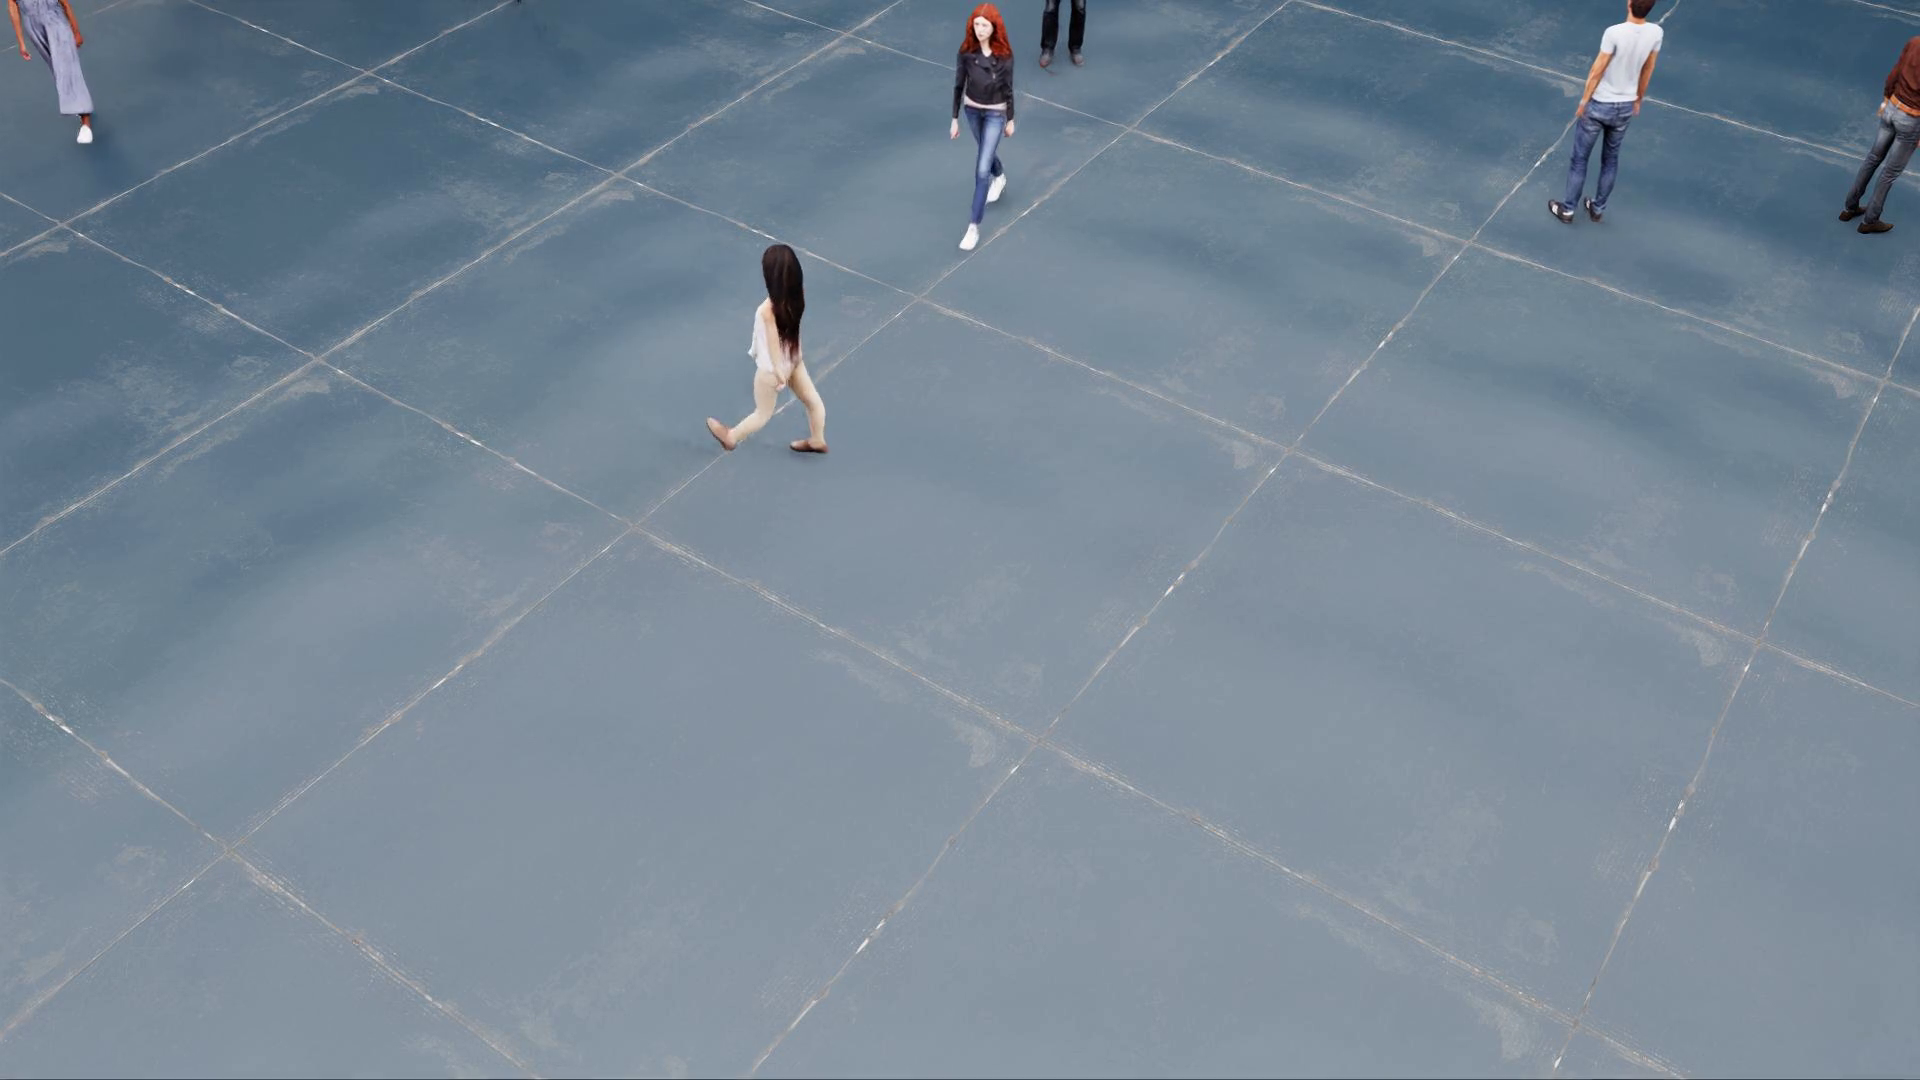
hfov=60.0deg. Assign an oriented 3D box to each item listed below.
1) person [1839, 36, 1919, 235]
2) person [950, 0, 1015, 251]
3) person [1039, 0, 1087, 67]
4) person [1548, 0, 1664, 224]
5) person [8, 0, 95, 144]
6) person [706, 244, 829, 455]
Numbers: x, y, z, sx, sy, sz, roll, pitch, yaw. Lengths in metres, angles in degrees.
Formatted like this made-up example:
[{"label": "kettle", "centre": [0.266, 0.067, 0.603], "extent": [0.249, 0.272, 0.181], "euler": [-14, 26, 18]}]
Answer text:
[{"label": "person", "centre": [6.948, -3.102, 12.235], "extent": [0.779, 1.780, 0.673], "euler": [-13, 45, -14]}, {"label": "person", "centre": [0.210, -3.137, 12.306], "extent": [1.242, 1.735, 0.878], "euler": [14, 45, 15]}, {"label": "person", "centre": [0.921, -4.952, 14.191], "extent": [0.724, 1.815, 0.844], "euler": [2, 43, 2]}, {"label": "person", "centre": [4.817, -3.213, 12.292], "extent": [0.679, 1.865, 0.749], "euler": [-5, 43, -5]}, {"label": "person", "centre": [-7.320, -4.101, 13.402], "extent": [1.074, 1.647, 1.109], "euler": [-6, 43, -6]}, {"label": "person", "centre": [-1.231, -1.152, 10.257], "extent": [1.016, 1.628, 0.693], "euler": [19, 46, 19]}]
